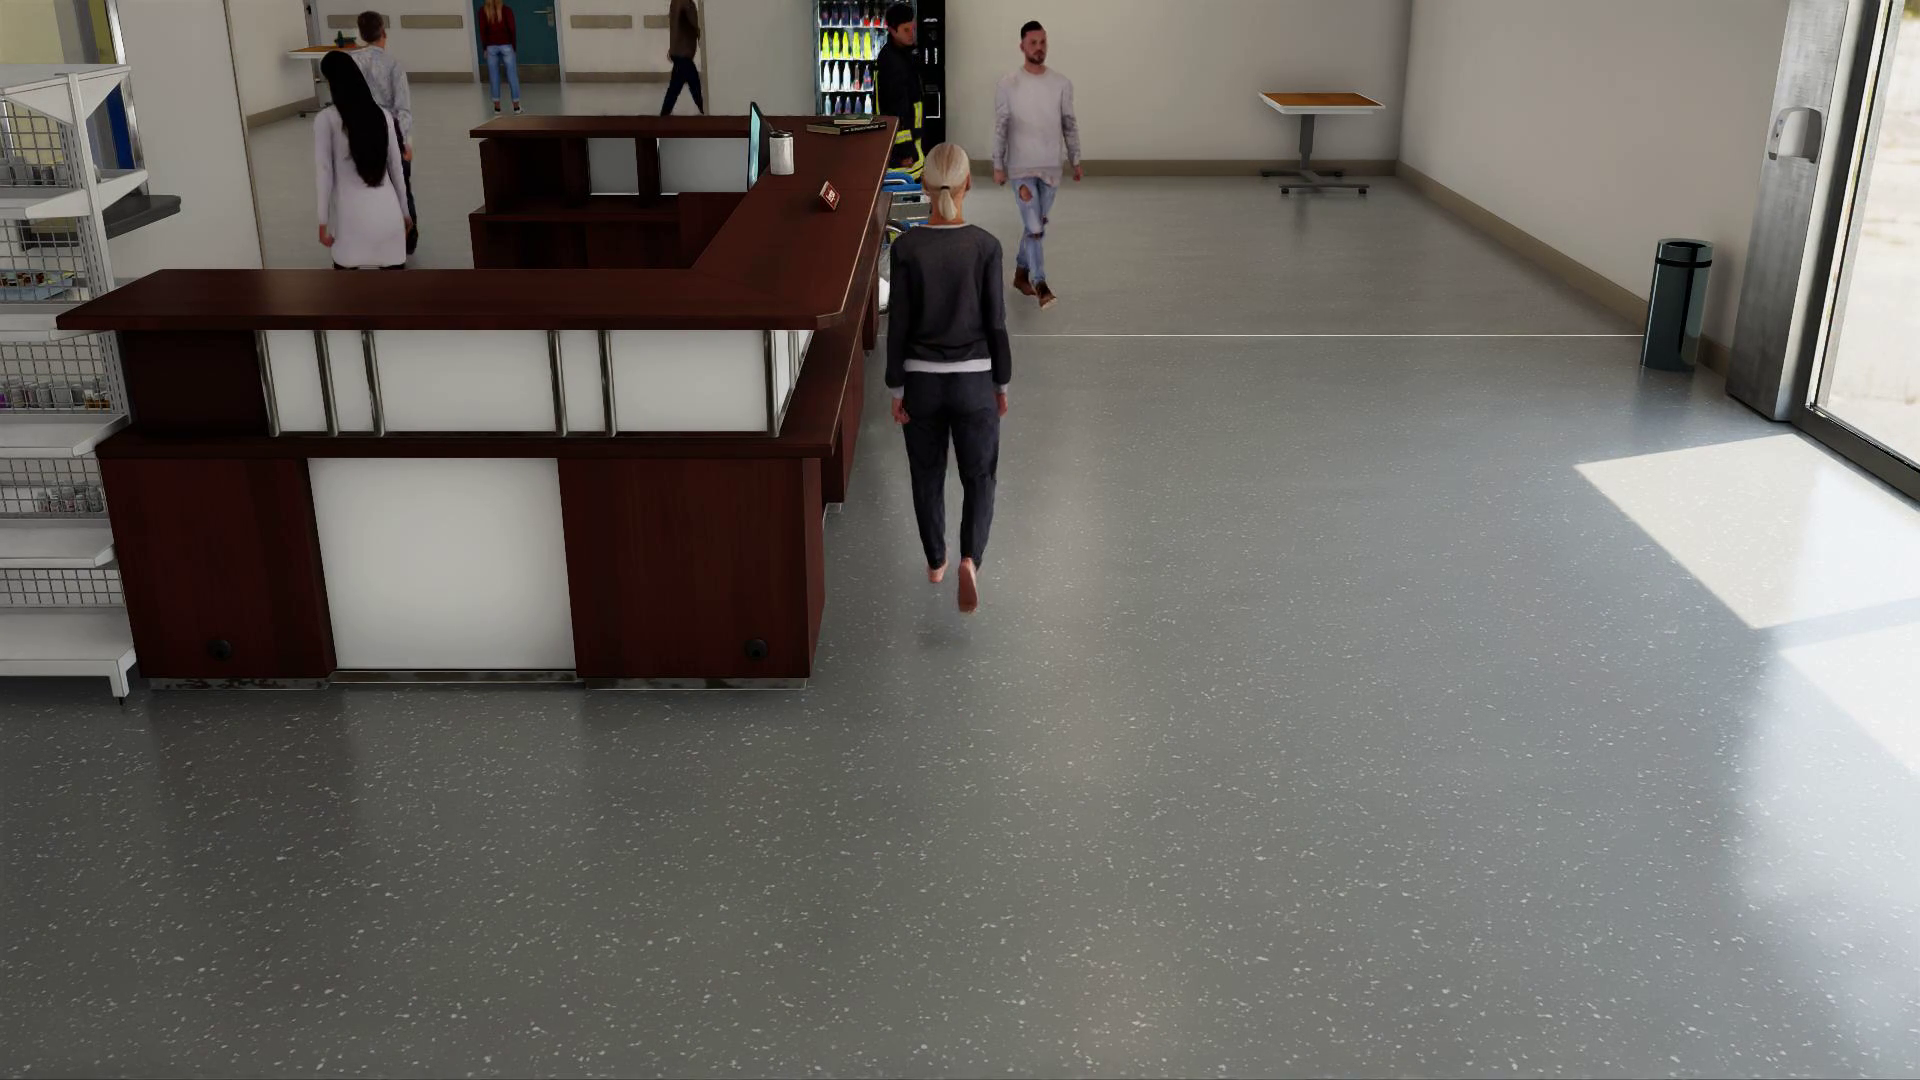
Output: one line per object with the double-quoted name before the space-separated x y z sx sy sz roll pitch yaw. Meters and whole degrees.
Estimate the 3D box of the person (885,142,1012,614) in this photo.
"person" -0.045 -0.566 6.098 0.890 1.708 0.695 1 21 2

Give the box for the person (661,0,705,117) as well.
"person" -3.289 -5.603 19.225 1.228 1.829 0.972 -10 23 -25

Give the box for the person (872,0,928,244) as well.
"person" -0.511 -2.791 11.719 0.897 1.886 0.809 -3 21 -8

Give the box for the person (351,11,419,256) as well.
"person" -4.275 -2.922 12.210 1.051 1.785 0.703 2 21 5

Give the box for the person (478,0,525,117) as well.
"person" -5.905 -6.300 21.339 0.517 1.634 0.696 -3 21 -9

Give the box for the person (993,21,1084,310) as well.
"person" 0.469 -2.439 10.921 1.160 1.794 0.988 -6 22 -17

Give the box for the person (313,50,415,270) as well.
"person" -3.157 -1.680 8.932 0.825 1.784 0.884 -17 27 -38
